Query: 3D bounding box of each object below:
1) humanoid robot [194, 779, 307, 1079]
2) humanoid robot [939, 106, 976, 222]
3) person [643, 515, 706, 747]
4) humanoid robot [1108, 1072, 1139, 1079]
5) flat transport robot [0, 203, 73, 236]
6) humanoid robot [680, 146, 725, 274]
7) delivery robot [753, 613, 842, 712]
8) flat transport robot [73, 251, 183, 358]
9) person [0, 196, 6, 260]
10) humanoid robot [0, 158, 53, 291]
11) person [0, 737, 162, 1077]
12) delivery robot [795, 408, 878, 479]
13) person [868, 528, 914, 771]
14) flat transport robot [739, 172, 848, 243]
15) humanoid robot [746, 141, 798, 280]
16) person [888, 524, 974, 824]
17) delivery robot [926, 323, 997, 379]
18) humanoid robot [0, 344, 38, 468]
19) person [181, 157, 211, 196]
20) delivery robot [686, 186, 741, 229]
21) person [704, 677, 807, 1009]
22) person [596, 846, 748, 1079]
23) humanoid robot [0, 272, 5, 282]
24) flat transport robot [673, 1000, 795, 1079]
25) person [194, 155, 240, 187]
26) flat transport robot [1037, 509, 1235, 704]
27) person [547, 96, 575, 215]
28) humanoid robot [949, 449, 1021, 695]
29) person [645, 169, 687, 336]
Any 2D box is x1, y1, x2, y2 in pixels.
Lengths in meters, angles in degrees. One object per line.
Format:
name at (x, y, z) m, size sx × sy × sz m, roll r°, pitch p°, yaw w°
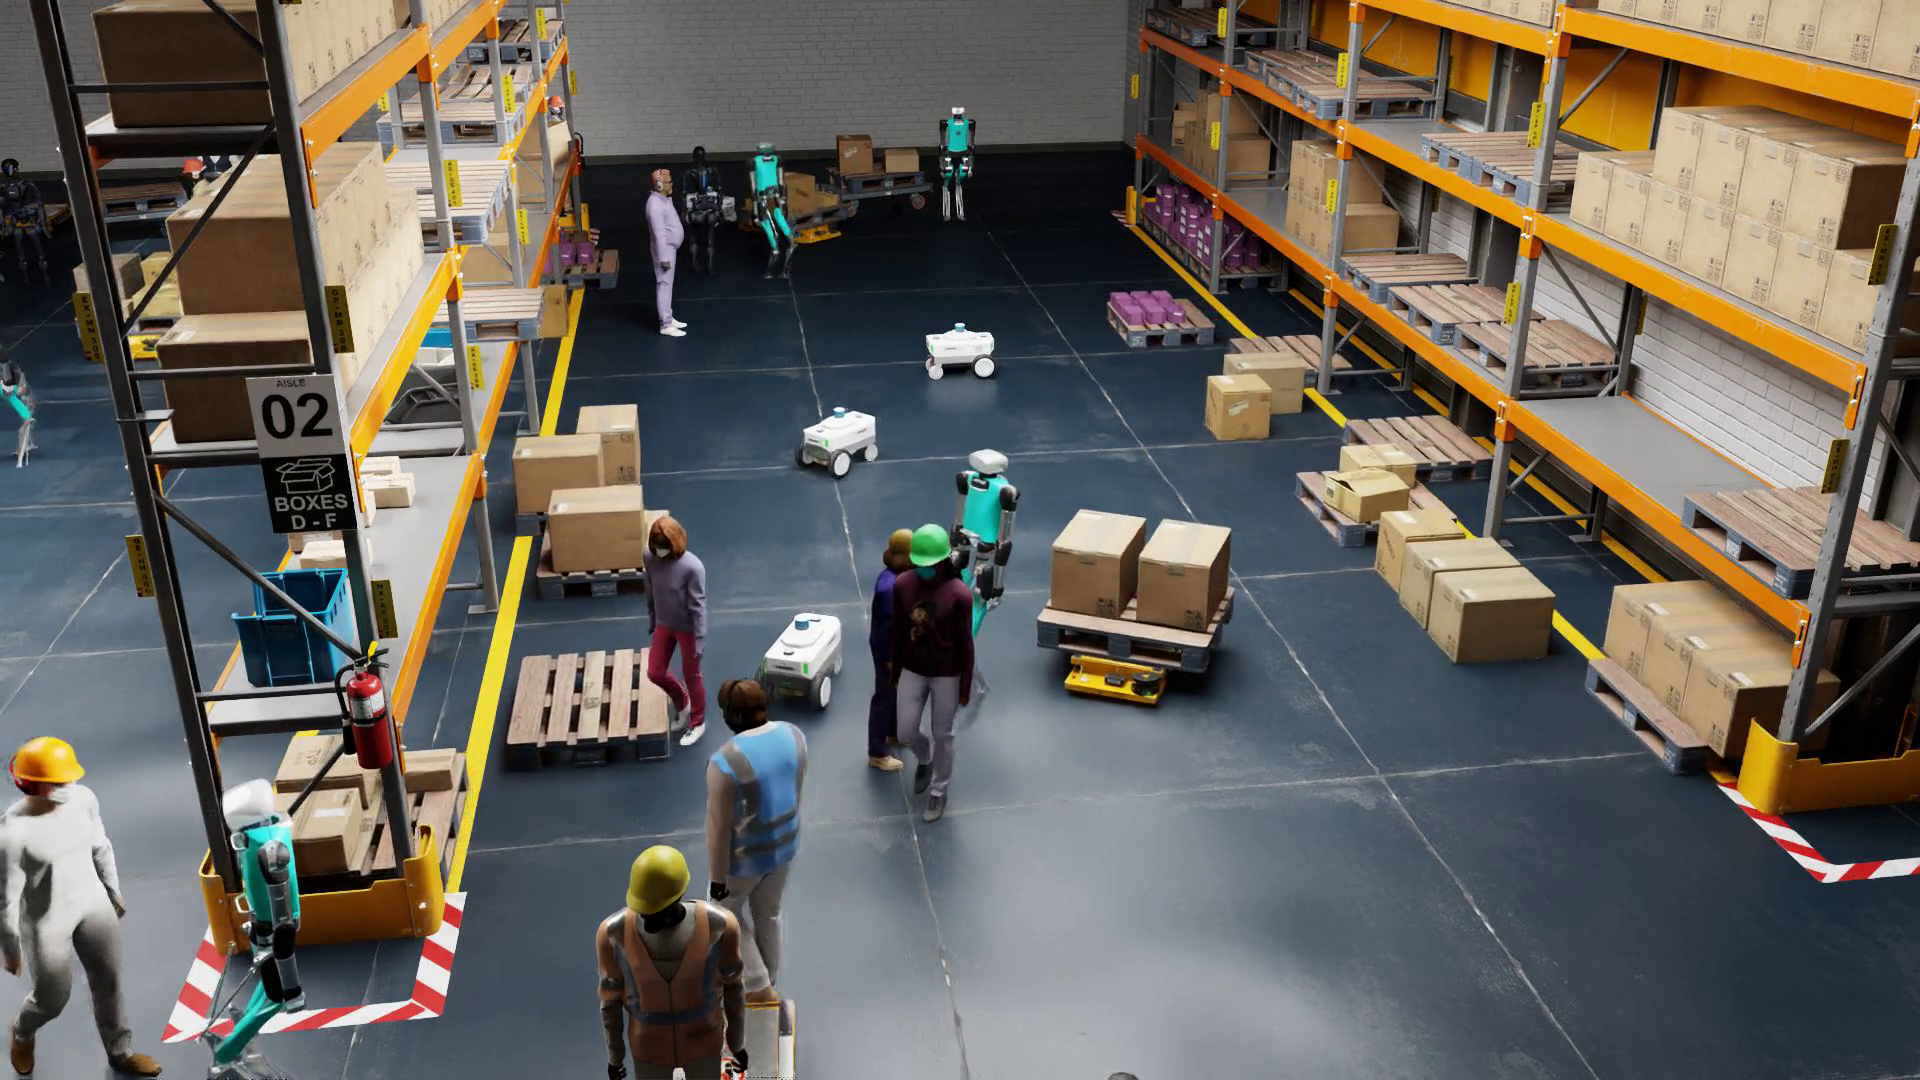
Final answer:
humanoid robot at (-3.214, 1.962, 7.435) m, size 0.670 × 1.845 × 0.541 m, roll -14°, pitch 27°, yaw -28°
humanoid robot at (-0.075, -5.512, 24.242) m, size 0.533 × 1.677 × 0.735 m, roll -3°, pitch 24°, yaw -8°
person at (-1.815, 0.580, 10.670) m, size 0.519 × 1.616 × 0.350 m, roll 12°, pitch 26°, yaw 25°
humanoid robot at (0.544, 2.665, 5.926) m, size 0.589 × 1.651 × 0.695 m, roll 6°, pitch 24°, yaw 14°
flat transport robot at (-13.534, -4.705, 24.396) m, size 0.659 × 0.231 × 1.431 m, roll -3°, pitch 24°, yaw -8°
humanoid robot at (-3.377, -4.327, 21.776) m, size 0.599 × 1.649 × 0.425 m, roll -10°, pitch 26°, yaw -22°
delivery robot at (-1.085, 0.807, 11.479) m, size 0.499 × 0.592 × 0.791 m, roll 7°, pitch 25°, yaw 15°
flat transport robot at (-9.308, -2.371, 19.079) m, size 0.659 × 0.231 × 1.431 m, roll -3°, pitch 24°, yaw -6°
person at (-12.926, -4.498, 21.891) m, size 0.648 × 1.906 × 0.843 m, roll 2°, pitch 24°, yaw 4°
humanoid robot at (-11.796, -3.981, 20.980) m, size 0.599 × 1.655 × 0.315 m, roll -3°, pitch 24°, yaw -8°
person at (-4.235, 1.725, 7.767) m, size 0.650 × 1.870 × 0.594 m, roll 10°, pitch 26°, yaw 22°
delivery robot at (-1.124, -0.928, 15.437) m, size 0.499 × 0.595 × 0.792 m, roll 18°, pitch 30°, yaw 36°
person at (-0.359, 0.672, 10.479) m, size 0.380 × 1.616 × 0.463 m, roll 8°, pitch 25°, yaw 18°
flat transport robot at (-2.453, -4.501, 23.933) m, size 1.431 × 0.231 × 0.659 m, roll 19°, pitch 30°, yaw 36°
humanoid robot at (-2.346, -4.173, 21.369) m, size 0.530 × 1.799 × 0.732 m, roll -15°, pitch 28°, yaw -31°
person at (-0.179, 0.775, 9.851) m, size 0.533 × 1.929 × 0.482 m, roll 6°, pitch 24°, yaw 14°
delivery robot at (0.001, -2.052, 17.962) m, size 0.739 × 0.566 × 0.499 m, roll -3°, pitch 24°, yaw -8°
humanoid robot at (-8.804, -1.545, 15.423) m, size 0.541 × 1.826 × 0.737 m, roll 10°, pitch 26°, yaw 22°
person at (-9.360, -3.876, 20.678) m, size 0.375 × 1.741 × 0.580 m, roll -7°, pitch 25°, yaw -15°
delivery robot at (-3.651, -4.890, 24.473) m, size 0.795 × 0.603 × 0.499 m, roll 13°, pitch 27°, yaw 28°
person at (-1.013, 1.538, 8.253) m, size 0.432 × 1.817 × 0.656 m, roll 19°, pitch 30°, yaw 36°
person at (-1.175, 2.077, 6.887) m, size 0.593 × 1.922 × 0.366 m, roll -3°, pitch 24°, yaw -8°
humanoid robot at (-11.249, -3.071, 18.923) m, size 0.608 × 1.652 × 0.440 m, roll -11°, pitch 26°, yaw -23°
flat transport robot at (-1.093, 2.617, 7.715) m, size 0.659 × 0.231 × 1.431 m, roll -2°, pitch 24°, yaw -5°
person at (-10.005, -4.724, 22.585) m, size 0.772 × 1.755 × 0.431 m, roll -3°, pitch 24°, yaw -8°
flat transport robot at (1.273, 0.743, 11.985) m, size 0.659 × 0.231 × 1.431 m, roll 8°, pitch 25°, yaw 19°
person at (-6.025, -5.785, 25.015) m, size 0.564 × 1.746 × 0.338 m, roll 15°, pitch 28°, yaw 30°
humanoid robot at (-0.031, 0.325, 11.145) m, size 0.852 × 1.776 × 0.547 m, roll -21°, pitch 31°, yaw -39°
person at (-3.385, -3.325, 19.218) m, size 0.410 × 1.909 × 0.638 m, roll -2°, pitch 24°, yaw -5°
